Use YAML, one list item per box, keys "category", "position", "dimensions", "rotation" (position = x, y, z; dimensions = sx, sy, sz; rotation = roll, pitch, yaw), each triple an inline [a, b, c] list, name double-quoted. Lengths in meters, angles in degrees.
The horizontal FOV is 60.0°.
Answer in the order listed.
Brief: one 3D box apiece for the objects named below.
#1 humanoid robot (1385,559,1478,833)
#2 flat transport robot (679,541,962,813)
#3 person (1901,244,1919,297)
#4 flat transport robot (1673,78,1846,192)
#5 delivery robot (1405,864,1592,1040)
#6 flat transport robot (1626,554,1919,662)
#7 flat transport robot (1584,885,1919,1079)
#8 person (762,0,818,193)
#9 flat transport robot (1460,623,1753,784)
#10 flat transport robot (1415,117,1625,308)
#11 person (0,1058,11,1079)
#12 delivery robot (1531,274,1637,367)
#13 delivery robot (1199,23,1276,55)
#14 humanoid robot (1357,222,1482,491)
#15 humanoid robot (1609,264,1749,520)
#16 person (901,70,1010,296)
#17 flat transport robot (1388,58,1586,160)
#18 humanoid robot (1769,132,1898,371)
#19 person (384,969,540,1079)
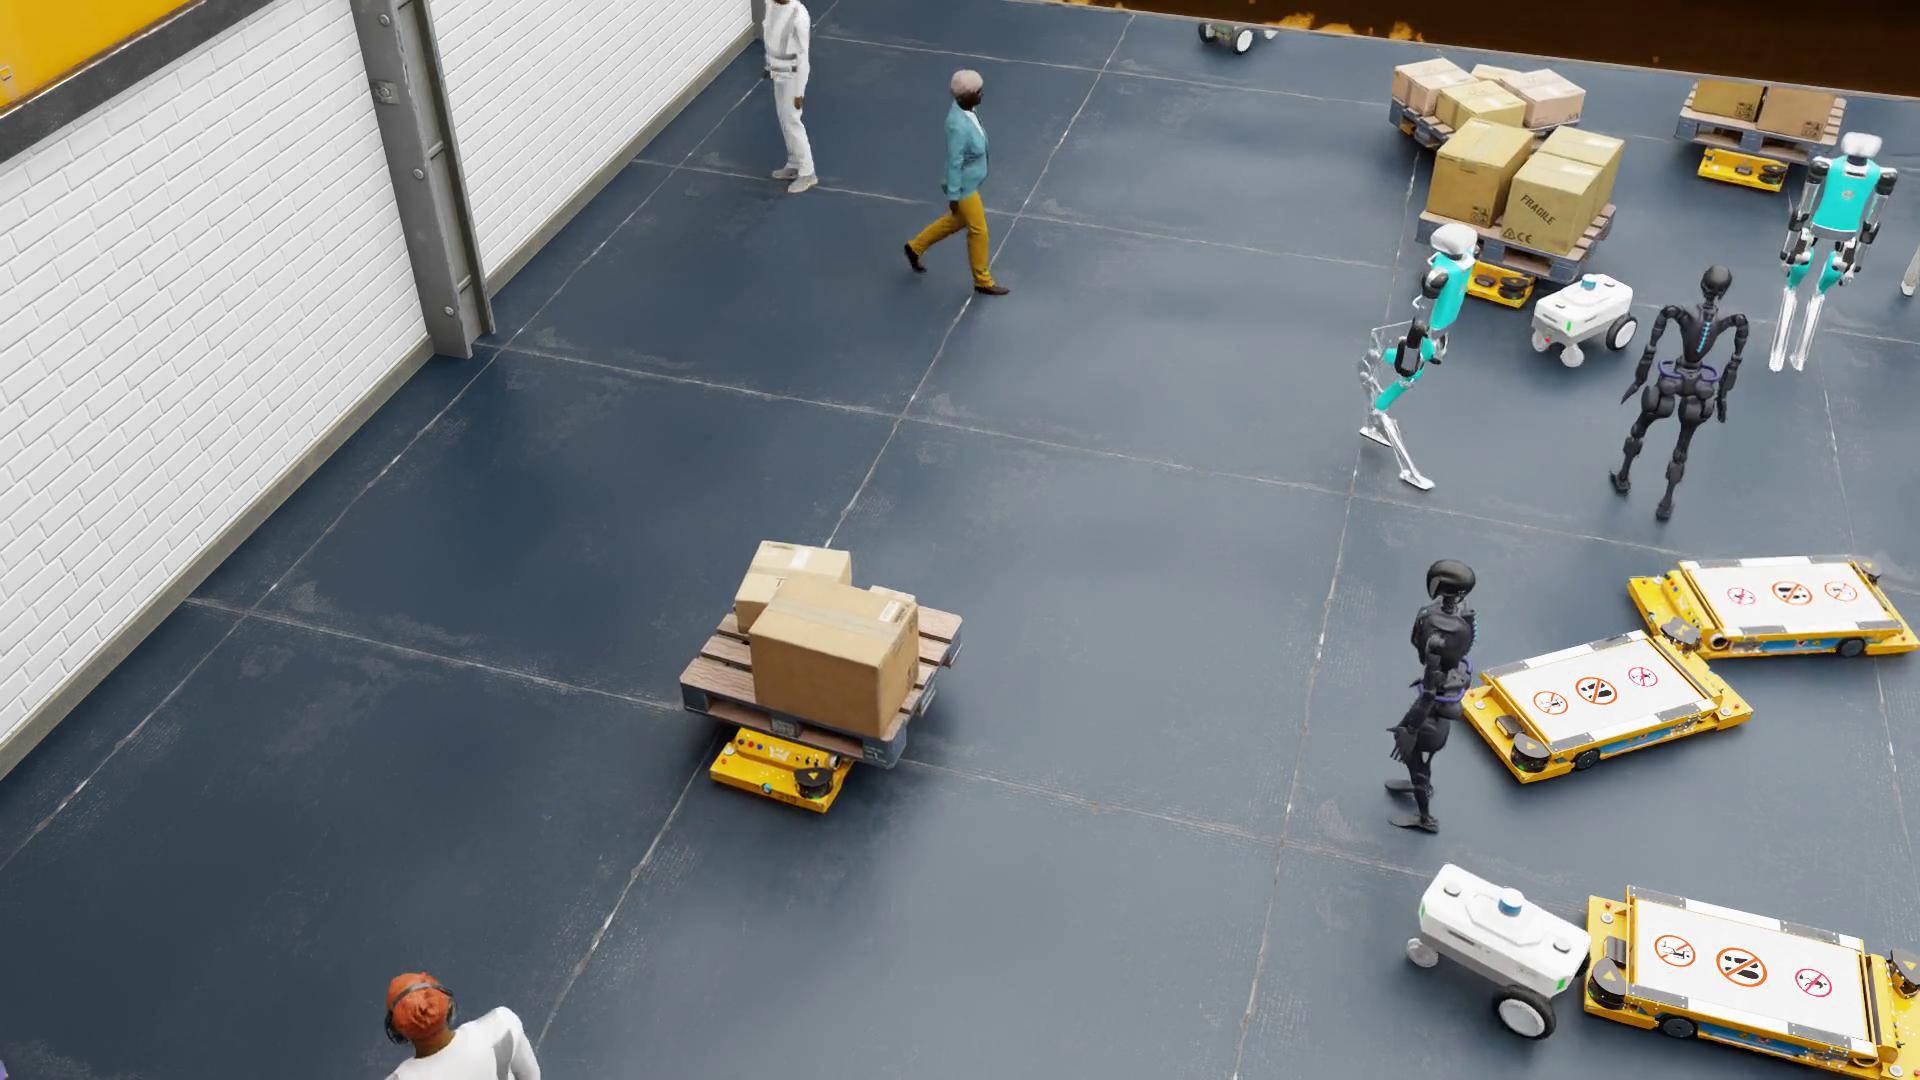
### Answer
- category: "humanoid robot"
  position: [2.261, 0.767, 7.930]
  dimensions: [0.350, 1.648, 0.592]
  rotation: [16, 41, 19]
- category: "flat transport robot"
  position: [-0.728, 0.835, 8.966]
  dimensions: [0.659, 0.231, 1.431]
  rotation: [14, 41, 17]
- category: "person"
  position: [7.233, -2.473, 11.986]
  dimensions: [0.513, 1.636, 0.314]
  rotation: [24, 44, 27]
- category: "flat transport robot"
  position: [6.787, -3.400, 14.234]
  dimensions: [0.659, 0.231, 1.431]
  rotation: [19, 42, 22]
- category: "delivery robot"
  position: [2.439, 1.805, 7.524]
  dimensions: [0.772, 0.586, 0.499]
  rotation: [25, 45, 28]
- category: "flat transport robot"
  position: [4.649, 0.395, 9.513]
  dimensions: [1.431, 0.231, 0.659]
  rotation: [-2, 39, -3]
- category: "flat transport robot"
  position: [3.583, 2.009, 7.506]
  dimensions: [1.431, 0.231, 0.659]
  rotation: [11, 40, 14]
- category: "person"
  position: [-1.375, -3.726, 13.374]
  dimensions: [0.345, 1.864, 0.612]
  rotation: [-19, 43, -22]
- category: "flat transport robot"
  position: [3.457, 0.864, 8.930]
  dimensions: [1.431, 0.231, 0.659]
  rotation: [-12, 40, -15]
- category: "flat transport robot"
  position: [4.235, -2.240, 12.791]
  dimensions: [0.659, 0.231, 1.431]
  rotation: [23, 44, 26]
- category: "person"
  position: [-3.657, 2.126, 6.110]
  dimensions: [0.590, 1.832, 0.508]
  rotation: [5, 39, 7]
- category: "delivery robot"
  position: [4.417, -1.599, 11.772]
  dimensions: [0.775, 0.603, 0.511]
  rotation: [-23, 44, -26]
- category: "delivery robot"
  position: [2.735, -5.080, 16.080]
  dimensions: [0.769, 0.577, 0.499]
  rotation: [-28, 47, -30]
- category: "humanoid robot"
  position: [2.753, -1.205, 10.344]
  dimensions: [0.875, 1.786, 0.543]
  rotation: [29, 47, 31]
- category: "humanoid robot"
  position: [4.338, -0.909, 10.022]
  dimensions: [0.612, 1.648, 0.507]
  rotation: [7, 39, 9]
- category: "person"
  position: [-0.040, -2.595, 12.072]
  dimensions: [0.793, 1.727, 0.535]
  rotation: [6, 39, 7]
- category: "flat transport robot"
  position: [4.423, -3.384, 14.213]
  dimensions: [0.659, 0.231, 1.431]
  rotation: [-14, 41, -17]
- category: "humanoid robot"
  position: [5.847, -1.990, 11.291]
  dimensions: [0.535, 1.776, 0.627]
  rotation: [14, 41, 17]
- category: "person"
  position: [-1.720, 2.218, 5.990]
  dimensions: [0.587, 1.853, 0.899]
  rotation: [-23, 44, -26]
